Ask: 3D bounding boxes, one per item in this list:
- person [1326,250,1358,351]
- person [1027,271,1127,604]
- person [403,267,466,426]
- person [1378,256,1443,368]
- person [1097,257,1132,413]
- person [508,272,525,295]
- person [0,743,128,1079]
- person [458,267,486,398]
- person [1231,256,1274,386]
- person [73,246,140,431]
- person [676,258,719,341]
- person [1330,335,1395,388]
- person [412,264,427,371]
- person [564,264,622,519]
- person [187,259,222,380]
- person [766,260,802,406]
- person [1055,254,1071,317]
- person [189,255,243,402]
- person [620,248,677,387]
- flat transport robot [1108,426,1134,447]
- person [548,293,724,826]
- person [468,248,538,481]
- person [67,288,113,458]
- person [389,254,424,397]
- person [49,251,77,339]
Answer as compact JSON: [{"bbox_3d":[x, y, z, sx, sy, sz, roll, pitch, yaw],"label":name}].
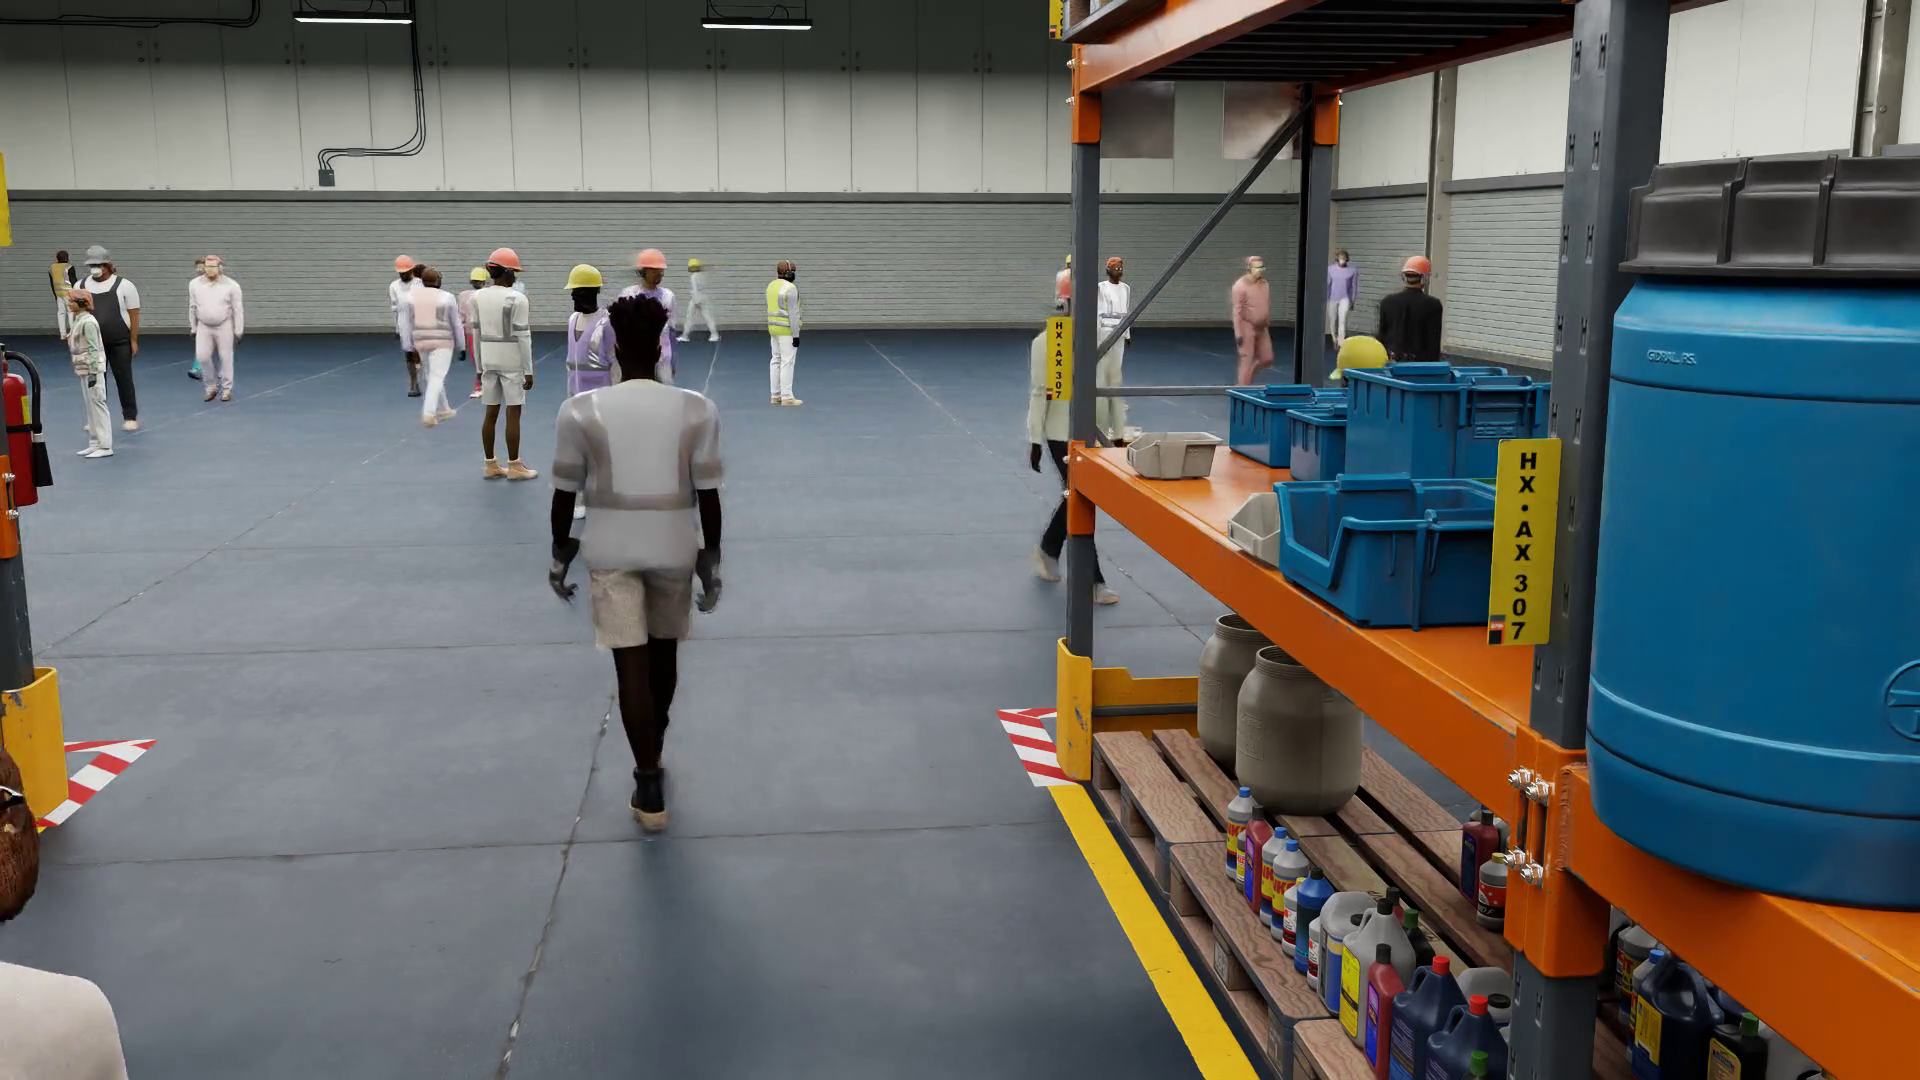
[{"bbox_3d":[7.165,-4.518,31.351,0.627,1.908,0.982,3,11,15],"label":"person"},{"bbox_3d":[0.684,-0.651,9.983,0.623,1.958,0.973,-6,12,-30],"label":"person"},{"bbox_3d":[-5.986,-2.209,18.976,0.644,1.795,0.973,2,10,9],"label":"person"},{"bbox_3d":[4.113,-1.598,15.155,0.631,1.945,0.979,7,12,33],"label":"person"},{"bbox_3d":[1.866,-2.501,20.317,0.572,1.883,0.356,-8,13,-38],"label":"person"},{"bbox_3d":[-7.706,-3.900,28.557,0.739,1.669,0.534,6,12,30],"label":"person"},{"bbox_3d":[-1.192,0.979,2.041,0.506,1.587,0.830,2,11,11],"label":"person"},{"bbox_3d":[-6.438,-2.802,22.358,0.536,1.734,0.756,2,11,11],"label":"person"},{"bbox_3d":[3.754,-2.673,21.228,0.684,1.890,0.430,-9,13,-39],"label":"person"},{"bbox_3d":[-9.405,-2.210,18.288,0.688,2.000,0.536,-1,10,-7],"label":"person"},{"bbox_3d":[-5.376,-4.917,34.080,0.918,1.699,0.482,4,11,19],"label":"person"},{"bbox_3d":[1.893,-0.052,7.364,0.926,1.710,0.536,10,14,44],"label":"person"},{"bbox_3d":[-8.562,-3.537,26.496,0.542,1.698,0.316,-4,11,-21],"label":"person"},{"bbox_3d":[-2.752,-1.086,12.435,0.594,1.926,0.366,9,13,40],"label":"person"},{"bbox_3d":[-11.260,-3.287,24.860,0.572,1.802,0.939,0,10,-2],"label":"person"},{"bbox_3d":[-2.213,-2.620,21.119,0.430,1.836,0.629,-8,13,-36],"label":"person"},{"bbox_3d":[2.144,-4.623,32.149,0.599,1.812,0.710,0,10,0],"label":"person"},{"bbox_3d":[-9.638,-2.725,21.510,0.684,1.889,0.534,-2,10,-9],"label":"person"},{"bbox_3d":[-2.947,-1.741,15.743,0.665,2.031,0.622,10,14,44],"label":"person"},{"bbox_3d":[1.444,-0.960,16.289,0.652,0.197,1.431,1,10,7],"label":"flat transport robot"},{"bbox_3d":[-1.232,0.037,6.293,0.632,1.913,0.988,-4,11,-20],"label":"person"},{"bbox_3d":[-3.985,-1.531,14.586,0.606,2.035,0.401,5,11,23],"label":"person"},{"bbox_3d":[-8.434,-1.613,16.111,0.315,1.641,0.514,-8,13,-37],"label":"person"},{"bbox_3d":[-7.327,-2.890,22.396,0.591,1.903,0.732,0,10,2],"label":"person"},{"bbox_3d":[-18.599,-5.094,34.637,0.627,1.847,0.429,3,11,15],"label":"person"}]
